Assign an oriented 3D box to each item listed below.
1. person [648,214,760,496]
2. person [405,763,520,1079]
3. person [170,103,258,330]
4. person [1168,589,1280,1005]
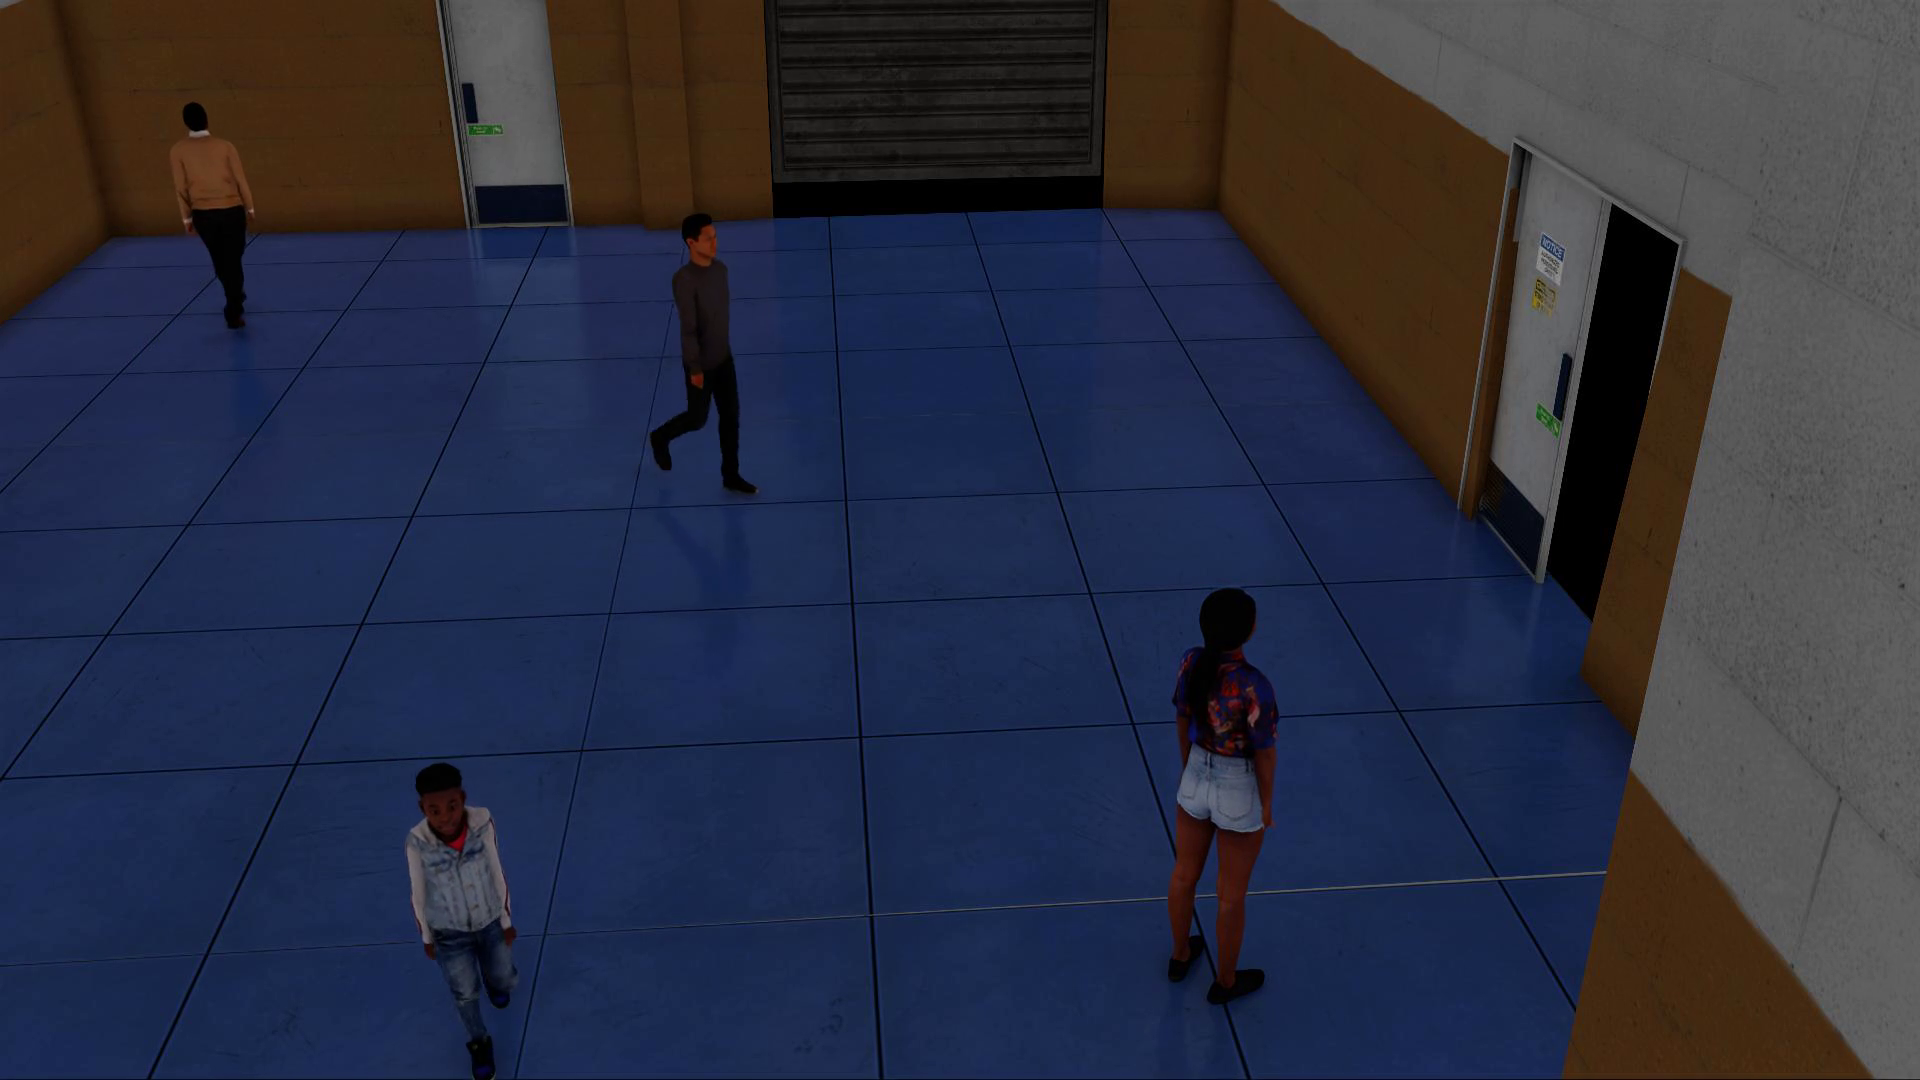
[{"bbox_3d":[-1.626,-1.125,10.212,1.135,1.747,1.008,9,28,18],"label":"person"},{"bbox_3d":[-1.767,1.310,5.959,0.715,1.251,0.662,-10,29,-19],"label":"person"},{"bbox_3d":[-5.744,-2.459,12.873,1.131,1.713,0.778,-4,27,-9],"label":"person"},{"bbox_3d":[0.959,0.942,6.141,0.663,1.742,0.711,23,35,38],"label":"person"}]
